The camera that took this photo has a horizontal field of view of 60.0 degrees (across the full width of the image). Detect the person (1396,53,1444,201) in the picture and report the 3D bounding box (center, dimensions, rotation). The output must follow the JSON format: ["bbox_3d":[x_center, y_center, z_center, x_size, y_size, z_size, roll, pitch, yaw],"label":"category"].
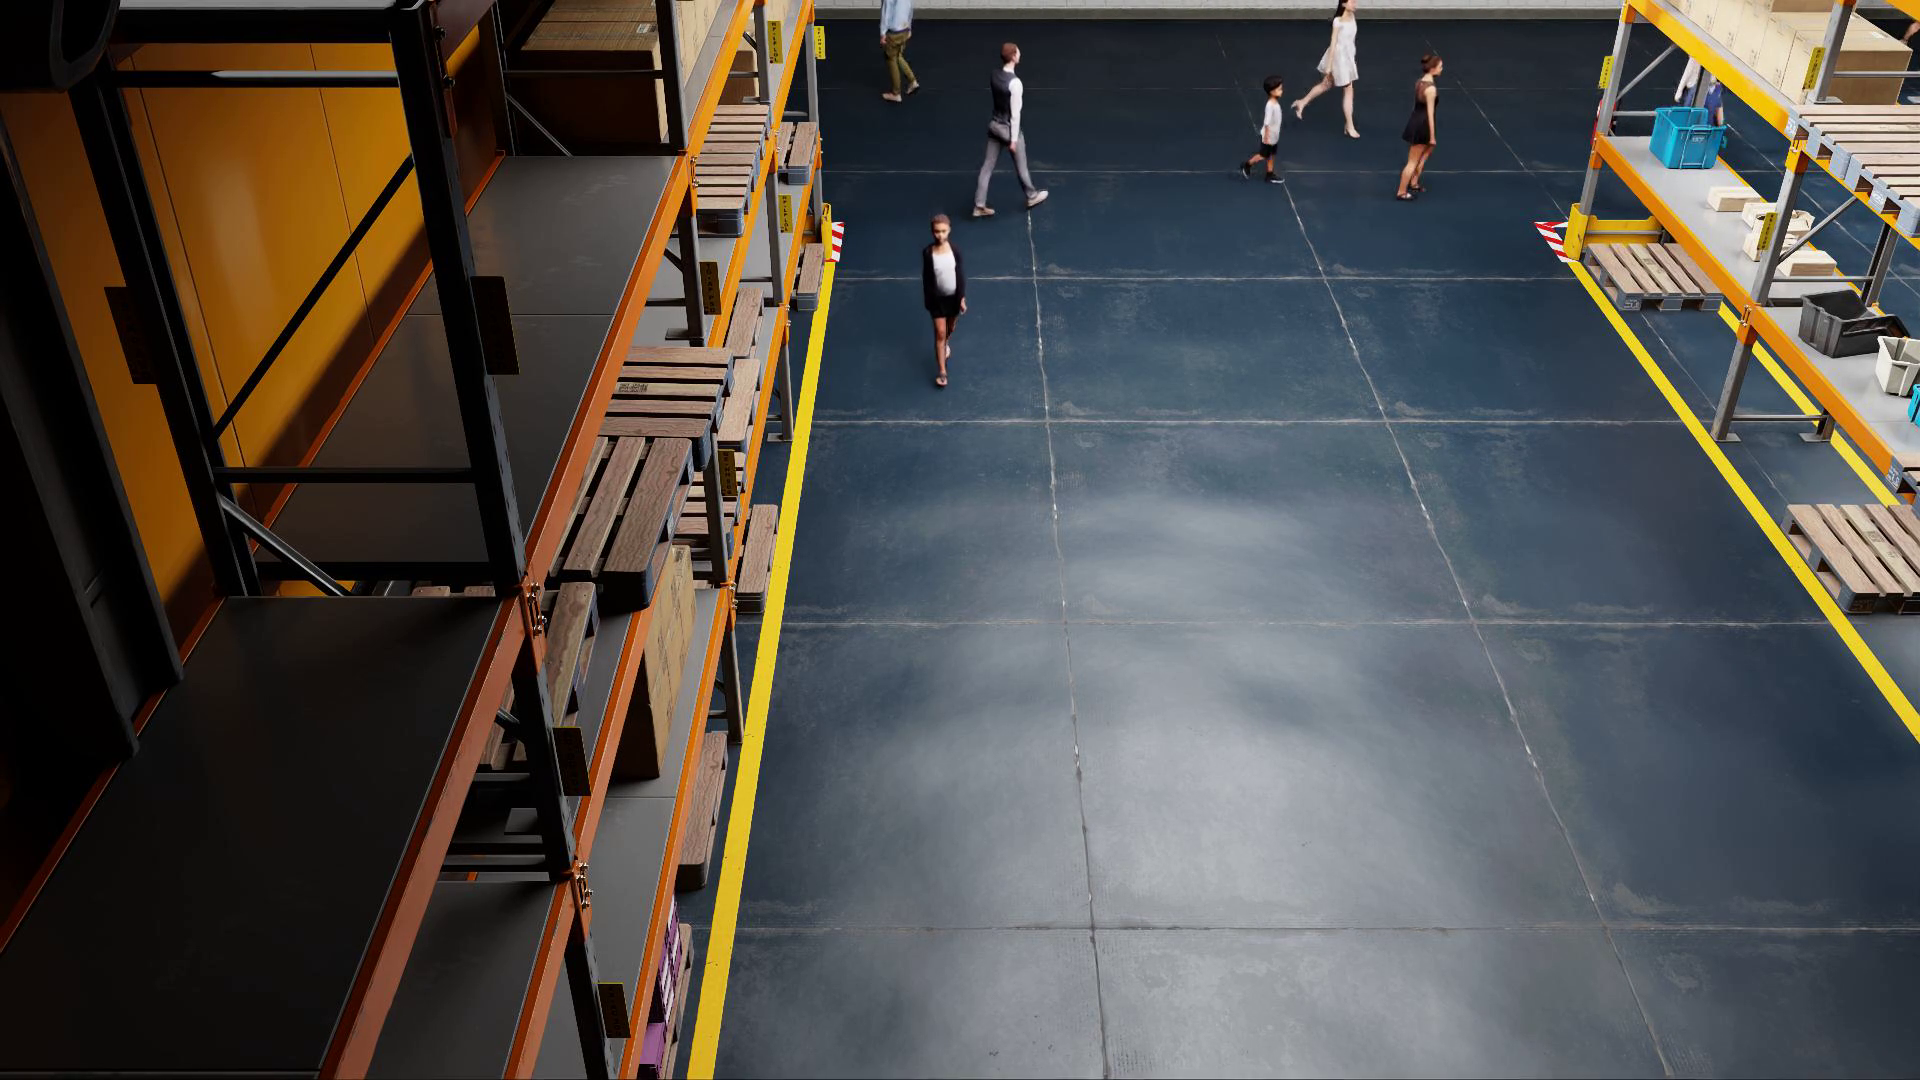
[{"bbox_3d":[5.049,-4.588,18.533,0.660,1.665,0.590,-2,34,-3],"label":"person"}]

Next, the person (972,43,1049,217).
[{"bbox_3d":[0.414,-4.415,18.071,1.224,1.888,1.228,-24,41,-32],"label":"person"}]

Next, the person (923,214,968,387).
[{"bbox_3d":[-0.141,-2.251,15.136,0.623,1.533,1.053,-4,34,-7],"label":"person"}]

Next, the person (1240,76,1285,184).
[{"bbox_3d":[3.507,-4.705,19.085,0.691,1.249,0.748,11,35,16],"label":"person"}]

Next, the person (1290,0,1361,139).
[{"bbox_3d":[4.556,-5.816,20.320,1.134,1.732,1.164,23,40,31],"label":"person"}]

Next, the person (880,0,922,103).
[{"bbox_3d":[-0.758,-6.481,21.259,0.923,1.799,0.860,19,38,26],"label":"person"}]
